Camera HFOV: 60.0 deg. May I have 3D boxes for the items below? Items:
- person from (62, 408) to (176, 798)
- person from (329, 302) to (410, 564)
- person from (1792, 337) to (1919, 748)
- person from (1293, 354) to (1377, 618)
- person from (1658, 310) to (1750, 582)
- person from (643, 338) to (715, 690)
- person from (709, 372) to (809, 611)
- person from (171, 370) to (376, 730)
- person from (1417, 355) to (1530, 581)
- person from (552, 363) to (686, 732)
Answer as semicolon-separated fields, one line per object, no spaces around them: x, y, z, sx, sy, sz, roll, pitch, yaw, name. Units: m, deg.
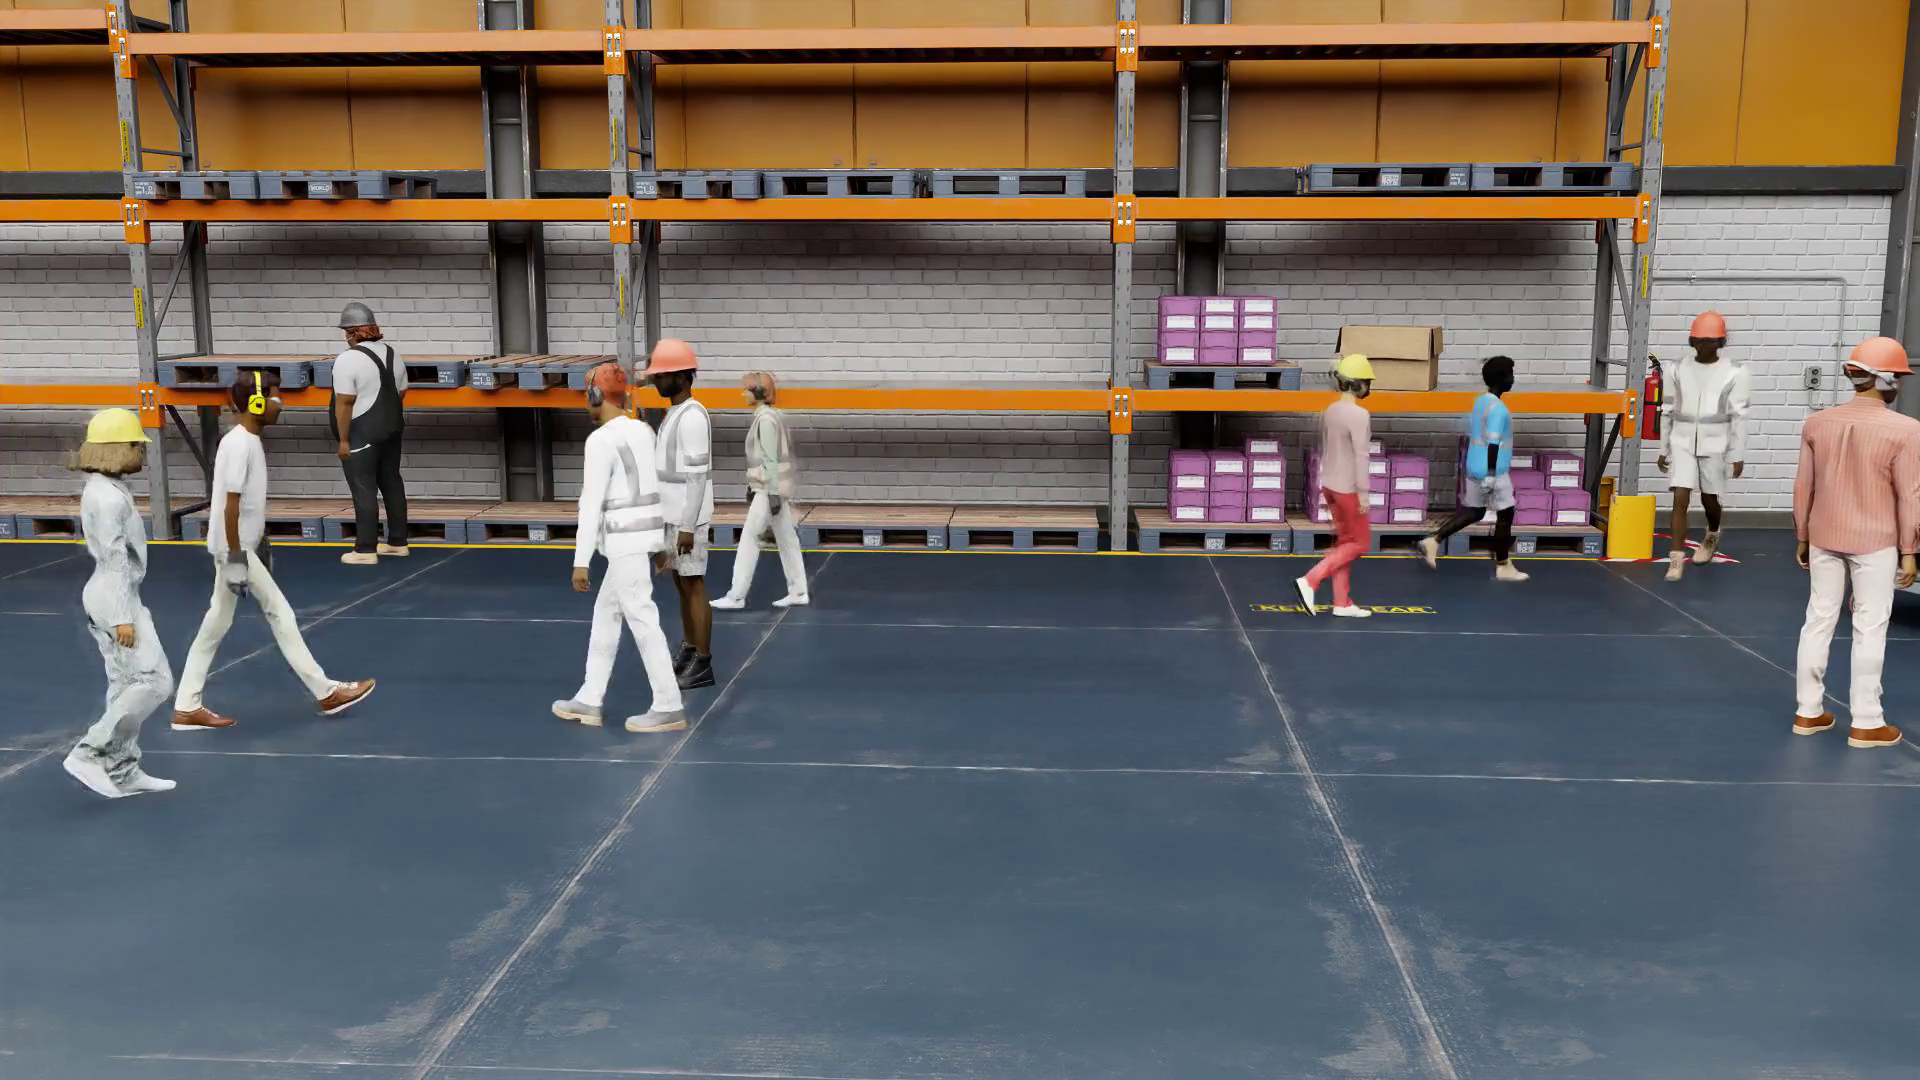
-3.651;0.292;7.226;0.400;1.727;0.497;-6;11;-30;person
-4.649;-0.847;13.000;0.536;2.000;0.682;4;10;21;person
4.392;0.007;8.136;0.393;1.990;0.616;-6;11;-31;person
2.461;-0.329;10.810;0.510;1.752;0.541;-2;10;-11;person
5.554;-0.718;12.408;0.609;2.004;0.964;6;12;33;person
-1.545;-0.142;9.177;0.358;1.937;0.544;-4;10;-21;person
-1.377;-0.318;11.164;0.778;1.604;0.539;-1;10;-5;person
-3.543;0.056;8.408;0.998;1.800;0.535;-4;11;-24;person
3.797;-0.520;12.175;0.735;1.668;0.529;0;10;-1;person
-1.759;0.045;8.340;0.837;1.840;0.677;2;10;11;person
